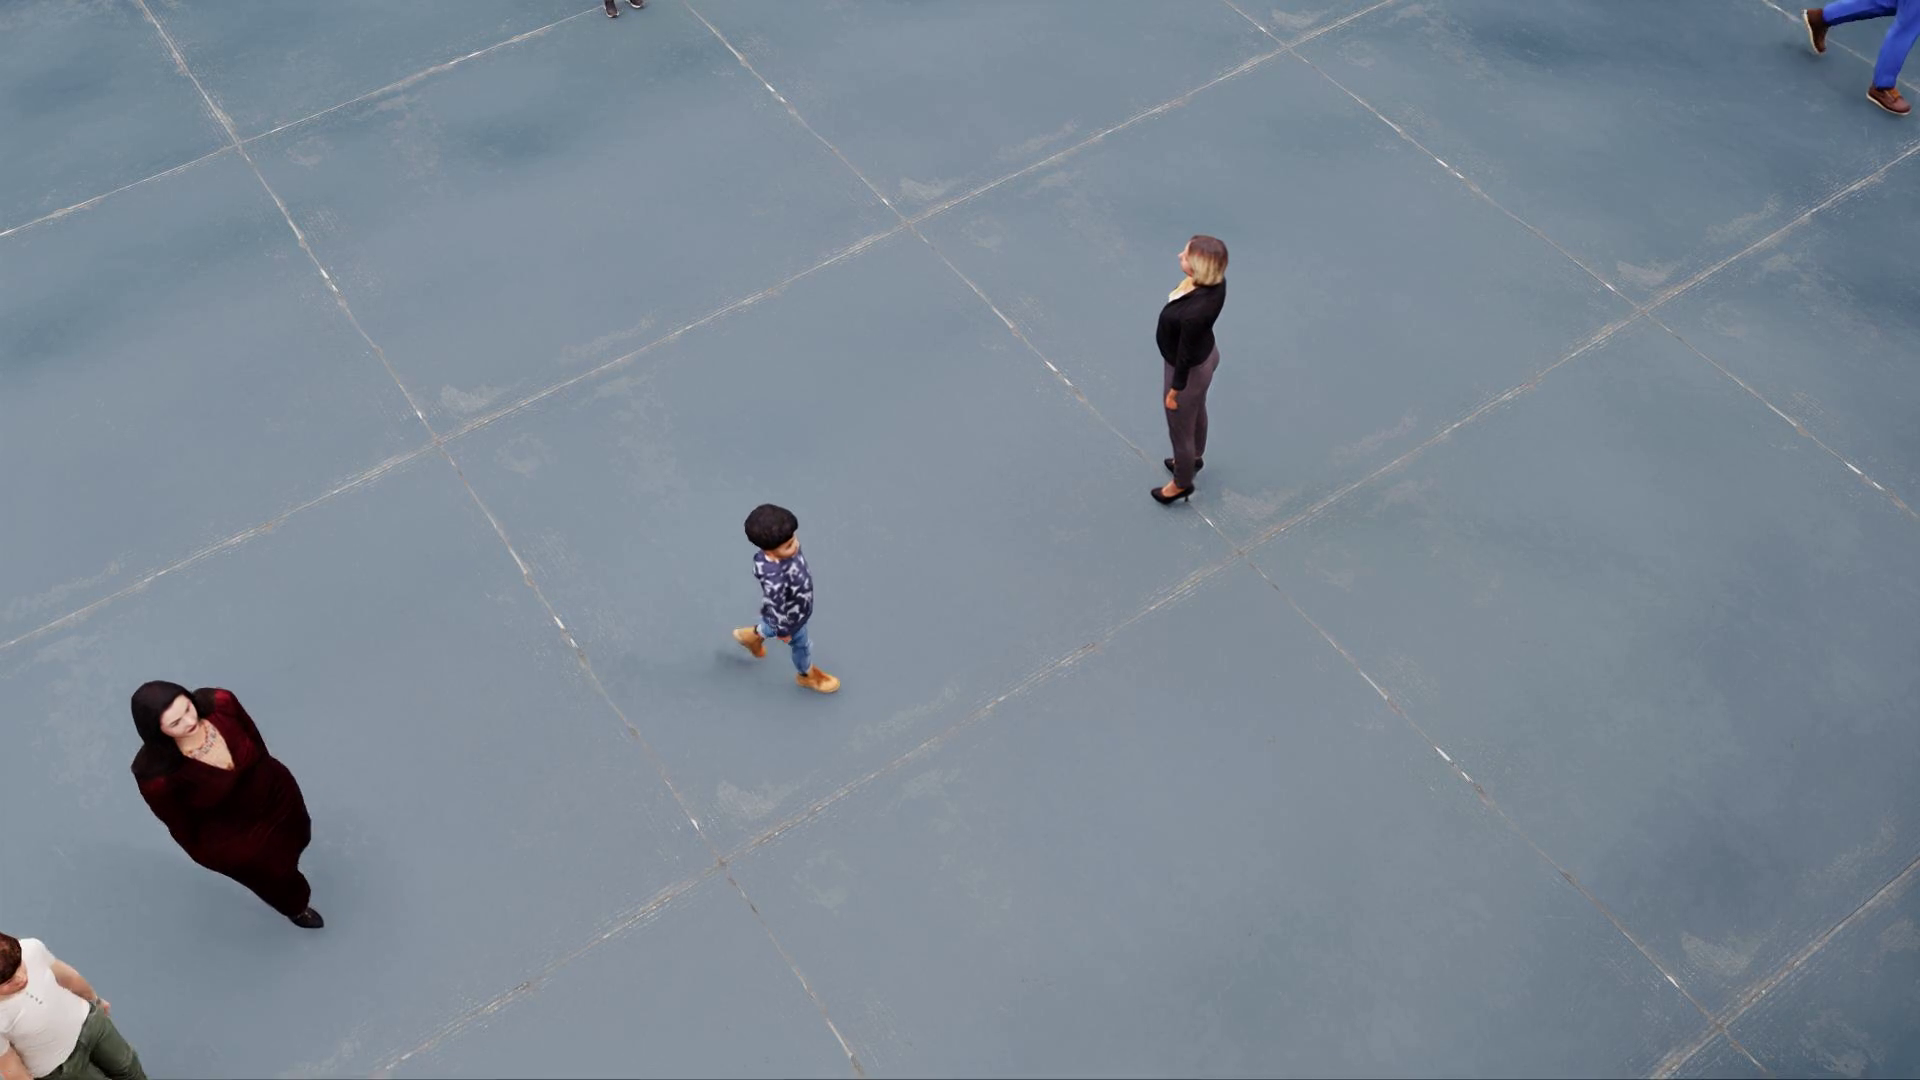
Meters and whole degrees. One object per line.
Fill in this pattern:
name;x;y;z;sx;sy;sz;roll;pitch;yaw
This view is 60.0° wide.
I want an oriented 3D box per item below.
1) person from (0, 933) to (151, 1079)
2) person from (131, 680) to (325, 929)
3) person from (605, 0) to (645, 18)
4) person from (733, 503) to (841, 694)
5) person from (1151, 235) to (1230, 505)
person;-3.310;1.794;5.988;0.942;1.636;0.893;6;52;5
person;-2.924;1.026;6.514;0.993;1.744;0.900;19;55;14
person;-2.273;-3.949;10.768;0.435;1.110;0.464;-29;58;-20
person;-0.818;0.266;7.423;0.820;1.238;0.751;10;53;8
person;1.119;-0.794;7.973;0.707;1.667;0.671;15;54;11
